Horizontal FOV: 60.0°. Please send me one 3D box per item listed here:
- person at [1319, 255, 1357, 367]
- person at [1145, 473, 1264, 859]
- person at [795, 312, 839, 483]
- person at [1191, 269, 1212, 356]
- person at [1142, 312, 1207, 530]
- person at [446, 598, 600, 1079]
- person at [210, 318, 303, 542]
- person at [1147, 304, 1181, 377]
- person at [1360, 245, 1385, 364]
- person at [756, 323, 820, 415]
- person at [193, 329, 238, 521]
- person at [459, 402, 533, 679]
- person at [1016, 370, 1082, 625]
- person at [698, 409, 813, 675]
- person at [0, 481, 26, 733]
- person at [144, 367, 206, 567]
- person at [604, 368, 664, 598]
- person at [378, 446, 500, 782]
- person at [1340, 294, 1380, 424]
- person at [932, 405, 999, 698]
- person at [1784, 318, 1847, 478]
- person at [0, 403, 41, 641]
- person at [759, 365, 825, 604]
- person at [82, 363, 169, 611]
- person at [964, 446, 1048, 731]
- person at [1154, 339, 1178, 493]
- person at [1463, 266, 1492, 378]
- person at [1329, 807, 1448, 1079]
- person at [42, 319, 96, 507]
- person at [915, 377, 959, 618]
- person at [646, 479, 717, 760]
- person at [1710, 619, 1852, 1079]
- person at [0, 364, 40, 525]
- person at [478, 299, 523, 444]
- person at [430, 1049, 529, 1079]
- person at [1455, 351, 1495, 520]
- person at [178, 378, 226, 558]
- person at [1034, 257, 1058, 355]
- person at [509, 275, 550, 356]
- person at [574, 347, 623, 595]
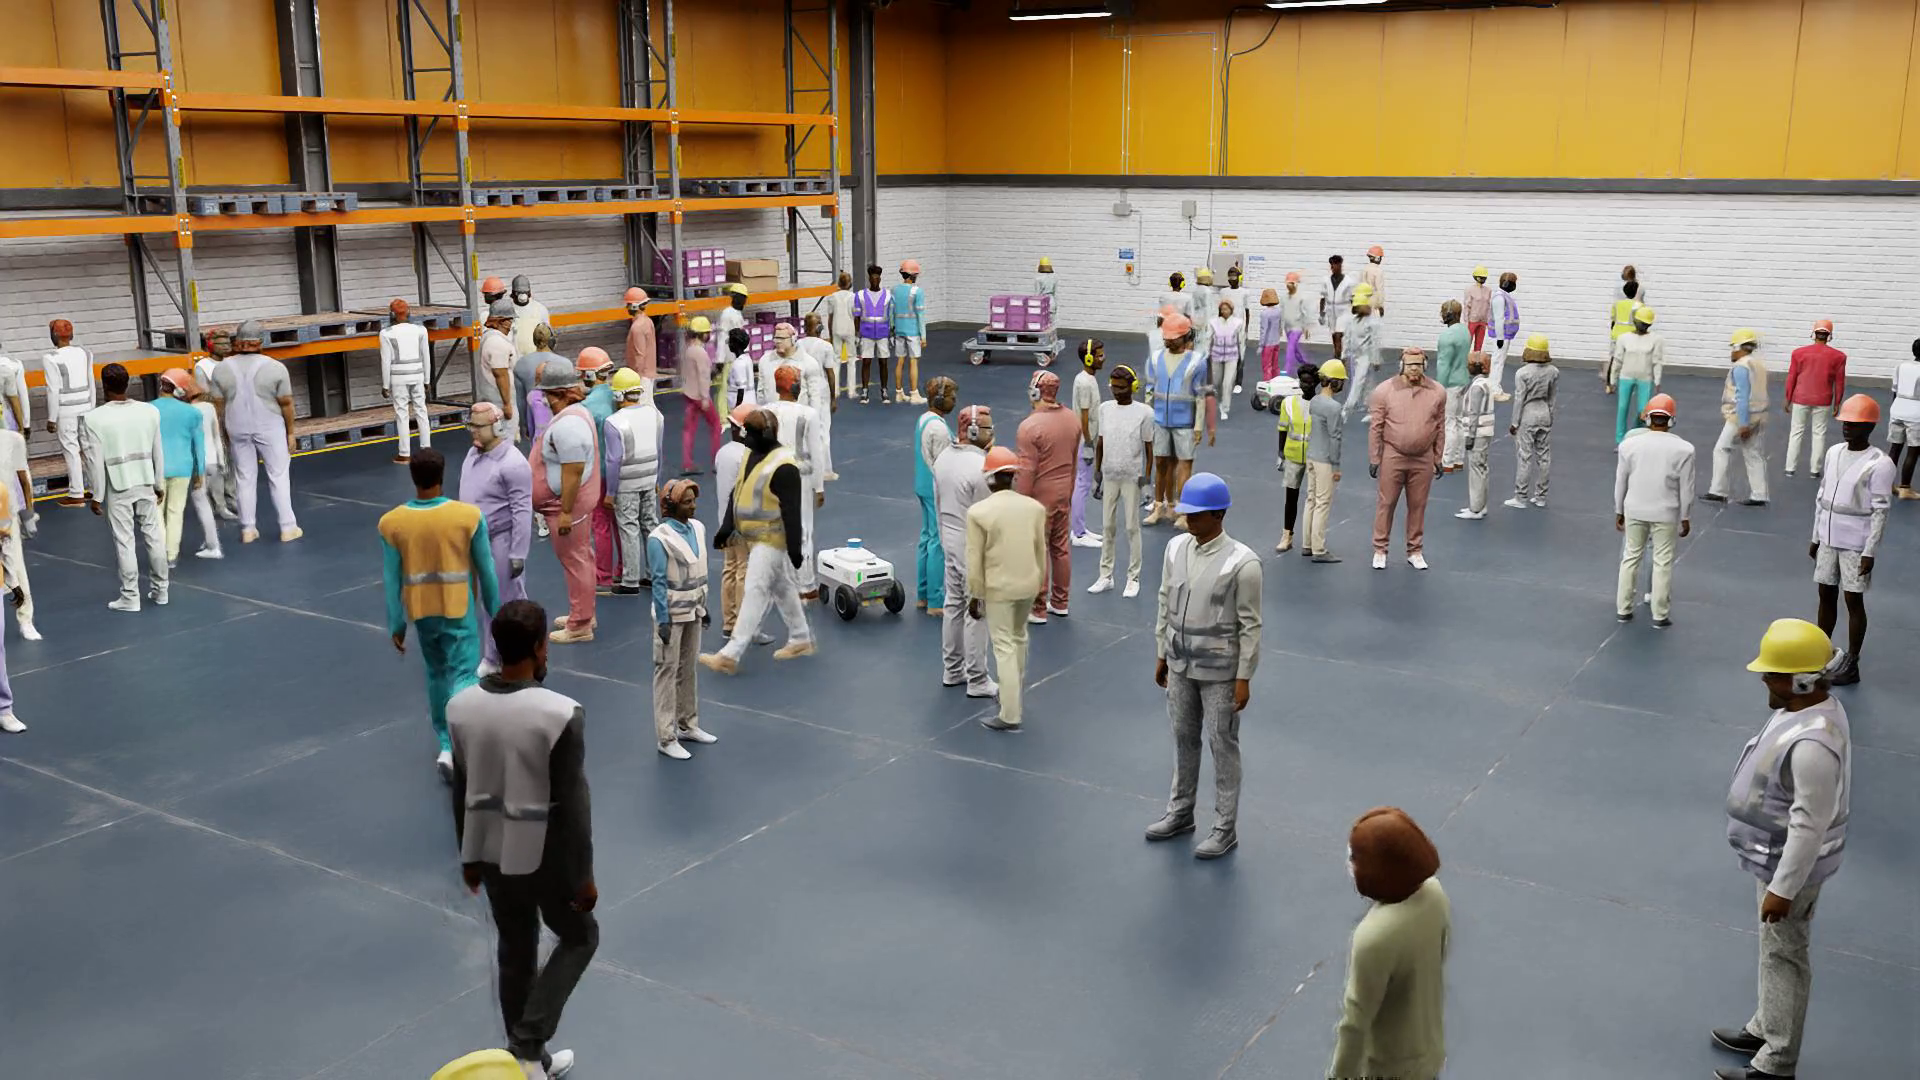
[{"bbox_3d":[6.236,-3.719,27.234,0.657,1.917,0.951,10,16,37],"label":"person"},{"bbox_3d":[1.218,0.618,8.327,0.391,1.946,0.615,-11,17,-40],"label":"person"},{"bbox_3d":[-1.562,-1.525,17.862,0.504,1.840,0.345,4,14,18],"label":"person"},{"bbox_3d":[3.830,-3.446,26.514,0.422,1.709,0.564,-6,14,-24],"label":"person"},{"bbox_3d":[2.006,-1.116,15.640,0.605,2.045,0.377,7,15,29],"label":"person"},{"bbox_3d":[-1.595,1.156,6.096,0.608,1.897,0.449,6,14,24],"label":"person"},{"bbox_3d":[-6.381,-1.002,15.150,0.688,2.000,0.536,-1,13,-6],"label":"person"},{"bbox_3d":[2.487,-1.951,19.925,0.389,1.733,0.596,-7,15,-26],"label":"person"},{"bbox_3d":[6.989,-3.982,28.177,0.376,1.996,0.612,-5,14,-20],"label":"person"},{"bbox_3d":[-1.669,-1.137,16.031,0.643,1.910,0.400,4,14,18],"label":"person"},{"bbox_3d":[-7.156,-1.122,16.105,0.390,1.844,0.563,1,13,5],"label":"person"},{"bbox_3d":[-3.072,0.040,10.931,0.636,1.908,0.404,12,17,42],"label":"person"},{"bbox_3d":[0.618,-0.319,12.483,0.410,1.909,0.642,11,17,40],"label":"person"},{"bbox_3d":[-1.399,-0.001,11.351,0.930,1.793,0.635,-7,15,-27],"label":"person"},{"bbox_3d":[-5.916,0.260,9.926,0.384,1.924,0.593,11,17,40],"label":"person"},{"bbox_3d":[-6.731,-0.606,14.174,0.605,1.702,0.515,-5,14,-20],"label":"person"},{"bbox_3d":[-2.612,-0.454,13.232,0.403,1.833,0.586,8,15,32],"label":"person"},{"bbox_3d":[-2.930,0.404,9.401,0.600,1.884,0.867,0,13,-2],"label":"person"},{"bbox_3d":[5.188,-2.361,21.788,0.891,1.697,0.493,-5,14,-22],"label":"person"},{"bbox_3d":[0.094,0.071,10.794,0.409,1.905,0.651,-8,15,-30],"label":"person"},{"bbox_3d":[9.325,-1.546,18.174,0.575,1.740,0.349,5,14,20],"label":"person"},{"bbox_3d":[-6.919,-0.161,11.907,0.522,1.860,0.325,-7,15,-27],"label":"person"},{"bbox_3d":[-1.328,-0.430,13.019,0.575,1.883,0.355,4,13,16],"label":"person"},{"bbox_3d":[-6.412,-0.405,12.830,0.392,1.919,0.592,8,15,32],"label":"person"},{"bbox_3d":[0.275,0.291,10.274,0.563,1.713,0.614,-9,16,-34],"label":"person"},{"bbox_3d":[2.257,-1.316,17.414,0.315,1.632,0.531,-5,14,-21],"label":"person"},{"bbox_3d":[8.233,-3.473,26.472,0.525,1.769,0.312,-6,14,-24],"label":"person"},{"bbox_3d":[1.271,1.552,5.025,0.375,1.605,0.588,11,17,40],"label":"person"},{"bbox_3d":[-8.905,-1.272,16.669,0.350,1.882,0.583,4,14,16],"label":"person"},{"bbox_3d":[-0.170,-0.327,12.669,0.332,1.836,0.520,-4,14,-17],"label":"person"},{"bbox_3d":[-1.635,0.447,9.741,0.313,1.642,0.513,6,14,23],"label":"person"},{"bbox_3d":[3.054,1.175,6.188,0.403,1.823,0.587,6,14,24],"label":"person"},{"bbox_3d":[-9.117,-1.047,15.776,0.507,1.846,0.344,0,13,2],"label":"person"},{"bbox_3d":[-4.717,-1.502,17.322,0.535,2.000,0.688,-6,14,-23],"label":"person"},{"bbox_3d":[-0.955,1.857,3.379,0.339,1.761,0.524,-6,14,-24],"label":"person"},{"bbox_3d":[5.008,-1.014,16.110,0.321,1.628,0.508,6,14,23],"label":"person"},{"bbox_3d":[-6.685,-0.646,14.519,0.489,1.613,0.550,5,14,19],"label":"person"},{"bbox_3d":[1.499,-4.116,29.332,0.488,1.733,0.338,-10,16,-37],"label":"person"},{"bbox_3d":[-5.469,-2.318,20.861,0.683,2.000,0.536,-4,14,-17],"label":"person"},{"bbox_3d":[-2.869,-0.553,13.326,0.406,1.987,0.615,6,14,23],"label":"person"}]
